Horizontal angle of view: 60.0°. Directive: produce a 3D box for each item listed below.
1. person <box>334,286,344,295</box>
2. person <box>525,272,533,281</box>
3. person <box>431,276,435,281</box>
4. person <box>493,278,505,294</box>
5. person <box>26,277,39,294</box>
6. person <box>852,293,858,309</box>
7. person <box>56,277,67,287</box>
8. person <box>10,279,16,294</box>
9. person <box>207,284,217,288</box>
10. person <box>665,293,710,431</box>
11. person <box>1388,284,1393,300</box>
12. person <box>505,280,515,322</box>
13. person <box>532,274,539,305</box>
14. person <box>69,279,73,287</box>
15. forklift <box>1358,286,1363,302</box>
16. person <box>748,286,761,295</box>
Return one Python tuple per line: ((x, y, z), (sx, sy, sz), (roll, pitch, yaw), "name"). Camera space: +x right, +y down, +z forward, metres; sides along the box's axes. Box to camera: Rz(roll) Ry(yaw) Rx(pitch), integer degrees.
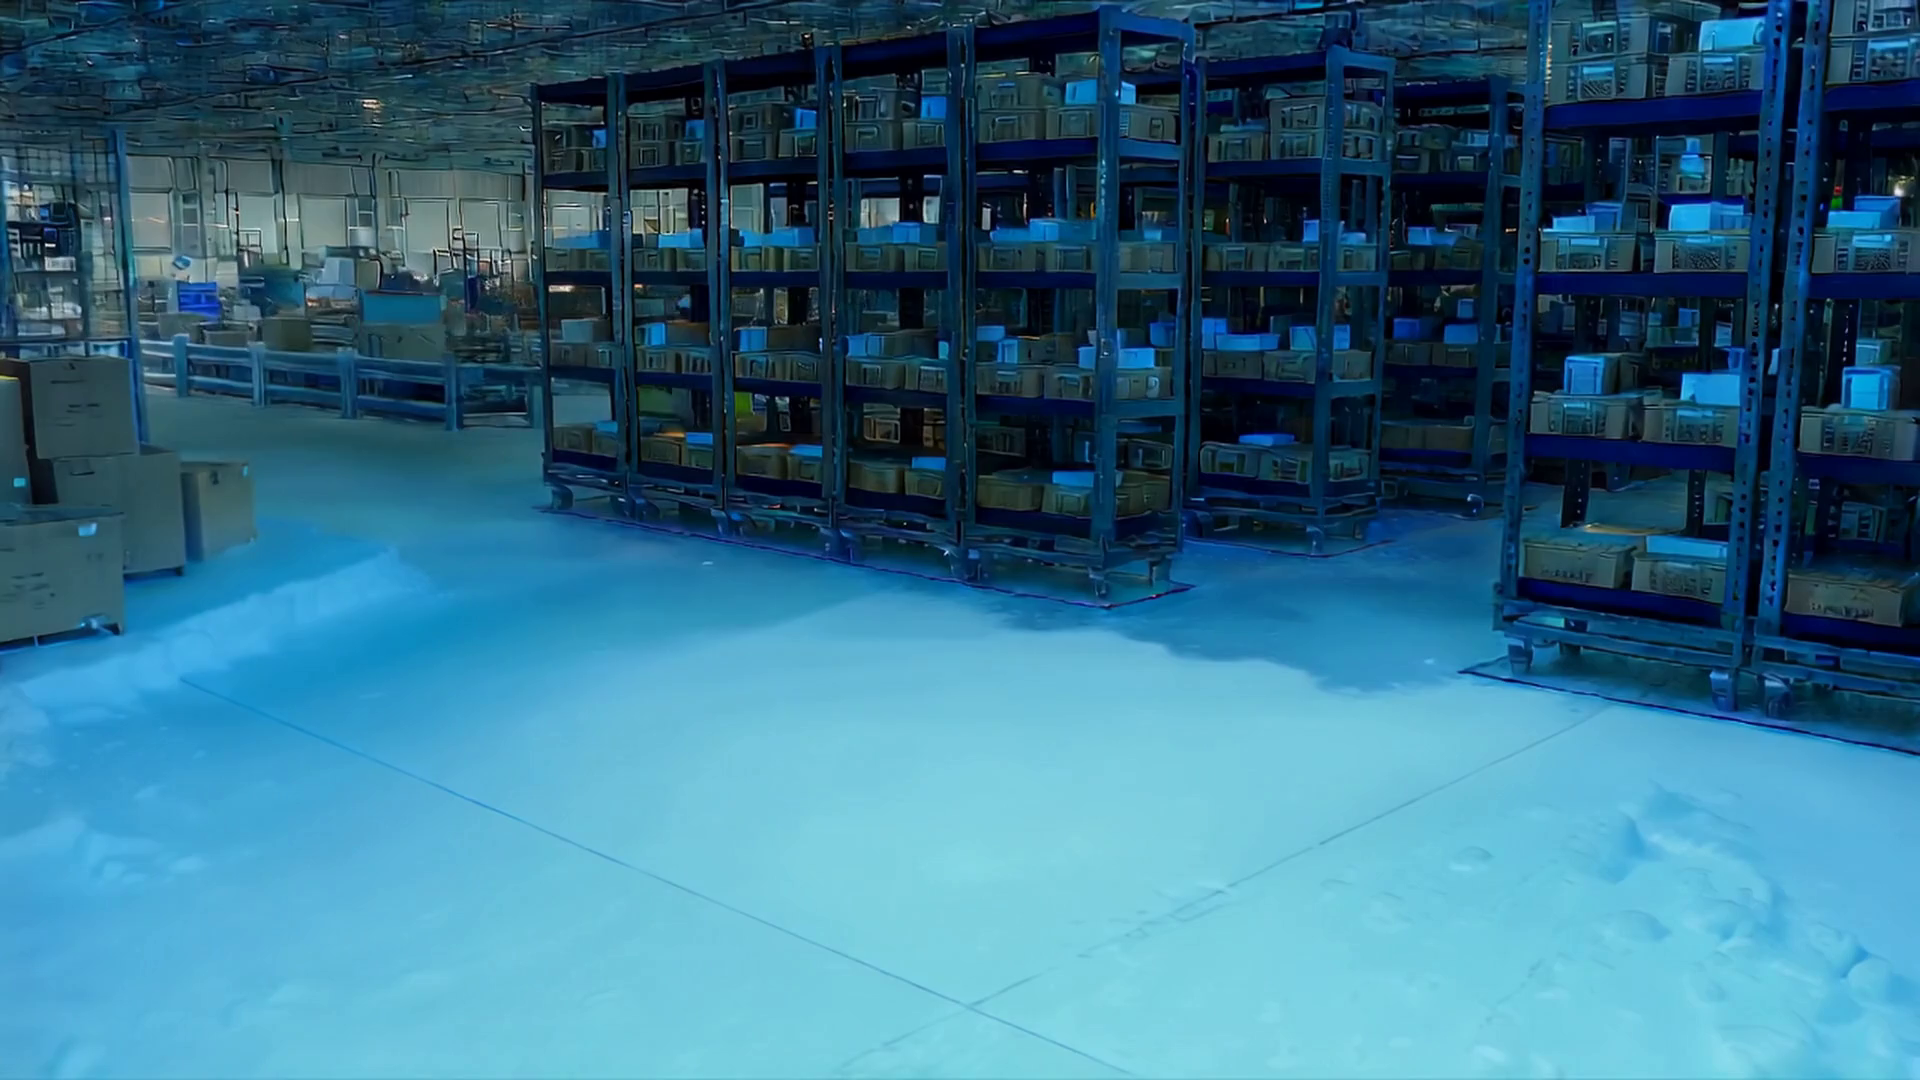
((-23.623, -9.192, 63.514), (0.550, 1.830, 0.816), (5, 10, 27), "person")
((-22.423, -13.049, 87.030), (0.591, 1.873, 0.997), (7, 11, 36), "person")
((-28.158, -13.282, 89.069), (0.544, 1.676, 0.639), (9, 13, 44), "person")
((-16.095, -8.268, 58.111), (0.548, 1.737, 0.439), (6, 11, 32), "person")
((-29.731, -7.591, 53.429), (0.564, 1.916, 0.717), (5, 11, 28), "person")
((-3.946, -8.914, 61.394), (0.428, 1.972, 0.634), (7, 12, 38), "person")
((-35.428, -9.631, 65.963), (0.655, 1.906, 0.898), (8, 12, 41), "person")
((-41.370, -10.714, 72.481), (0.394, 1.946, 0.616), (-7, 12, -37), "person")
((-28.389, -9.201, 63.281), (0.687, 1.922, 0.547), (5, 10, 28), "person")
((-2.875, -1.740, 17.905), (0.657, 1.809, 0.615), (-7, 12, -37), "person")
((12.281, -6.589, 47.705), (0.930, 1.783, 0.600), (8, 12, 41), "person")
((-15.744, -8.247, 58.161), (0.536, 1.691, 0.320), (7, 11, 36), "person")
((-15.833, -8.983, 62.111), (0.513, 1.872, 0.328), (7, 12, 38), "person")
((-39.728, -10.833, 73.778), (0.999, 1.783, 0.647), (2, 9, 11), "person")
((11.100, -7.017, 46.970), (1.873, 2.768, 1.129), (9, 13, 43), "forklift")
((-8.582, -10.249, 69.353), (0.533, 2.000, 0.807), (3, 10, 20), "person")
